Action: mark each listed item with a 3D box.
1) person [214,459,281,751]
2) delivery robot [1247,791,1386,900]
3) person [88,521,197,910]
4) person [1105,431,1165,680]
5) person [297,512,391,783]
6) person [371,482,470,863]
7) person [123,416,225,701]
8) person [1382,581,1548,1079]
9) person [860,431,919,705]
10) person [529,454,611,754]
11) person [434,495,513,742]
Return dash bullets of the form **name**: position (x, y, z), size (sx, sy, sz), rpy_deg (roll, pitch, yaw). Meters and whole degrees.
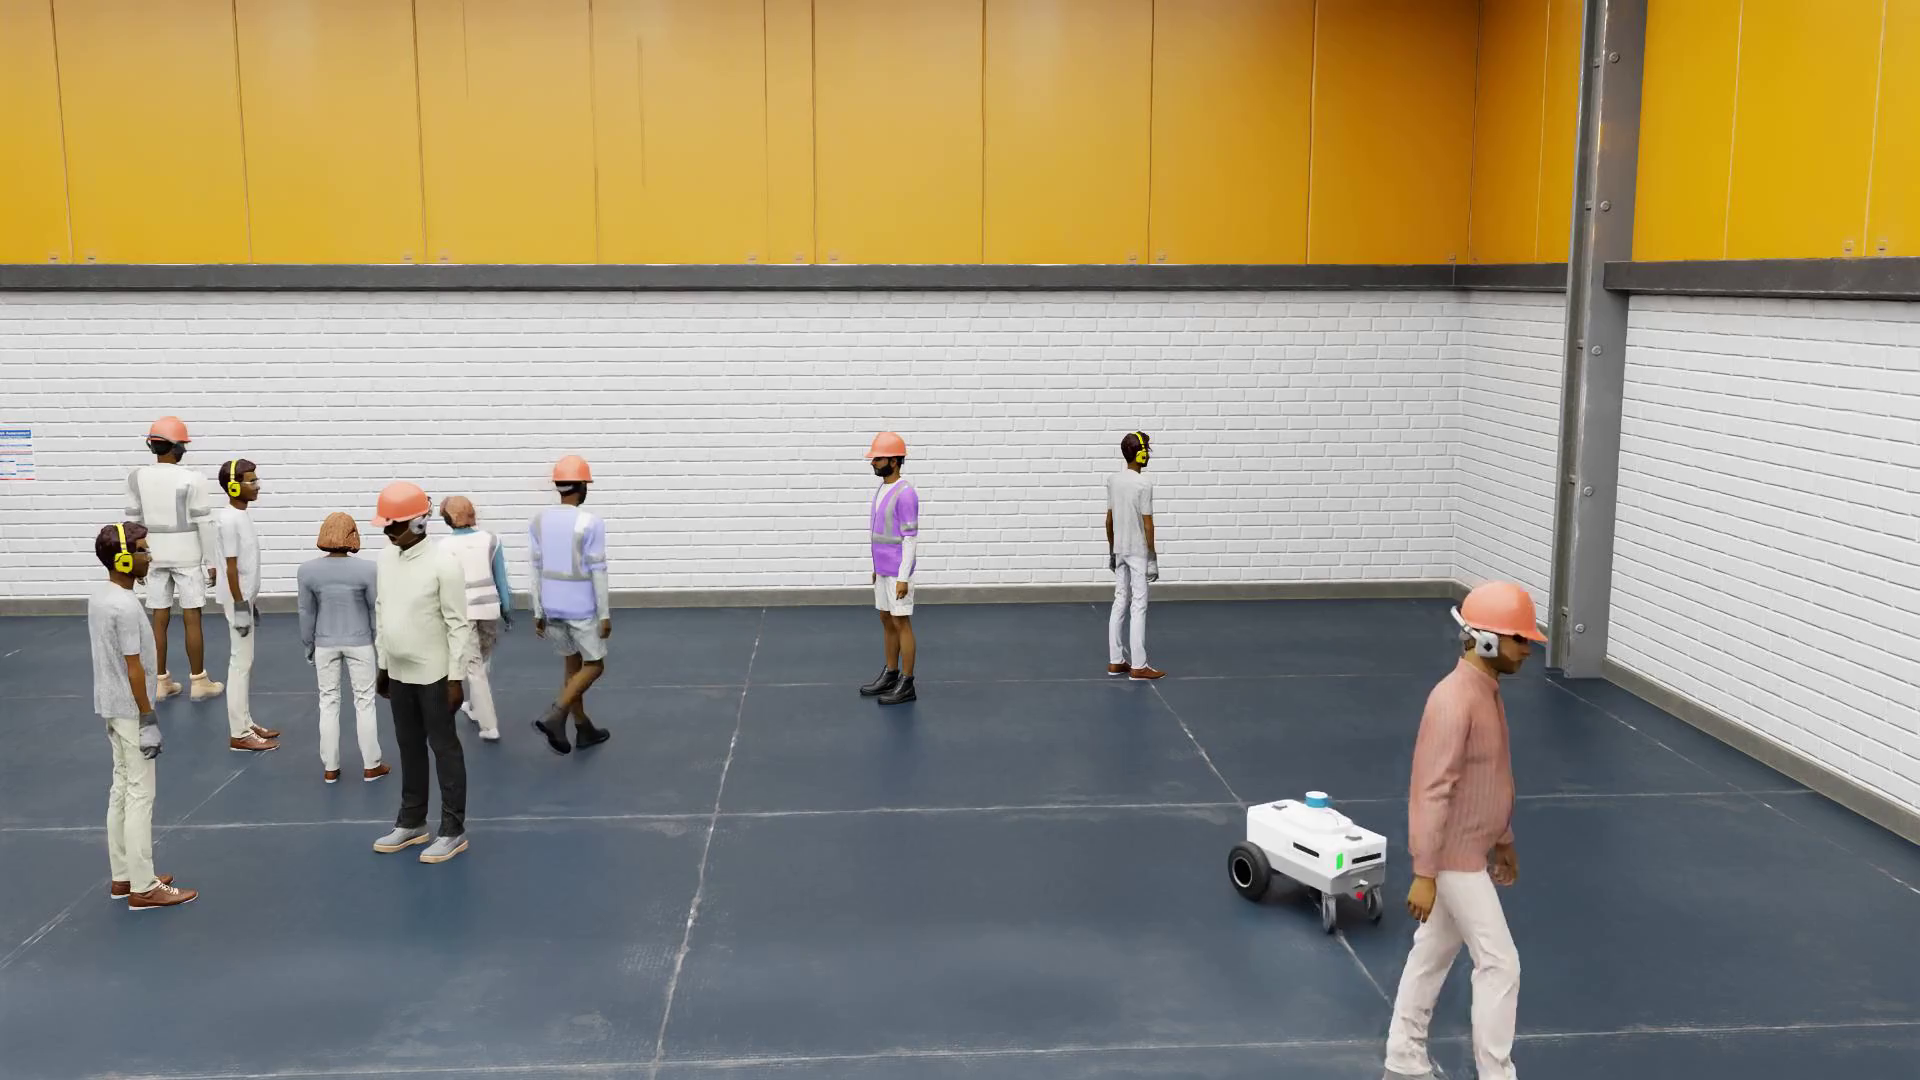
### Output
- **person**: position (-4.588, 0.411, 10.670), size (0.325, 1.873, 0.521), rpy_deg (-3, 9, -17)
- **delivery robot**: position (1.703, 1.450, 7.968), size (0.477, 0.478, 0.707), rpy_deg (-5, 10, -30)
- **person**: position (-3.967, 0.837, 7.997), size (0.328, 1.872, 0.514), rpy_deg (-9, 12, -43)
- **person**: position (1.308, 0.116, 12.523), size (0.328, 1.873, 0.517), rpy_deg (-7, 11, -36)
- **person**: position (-3.678, 0.643, 9.955), size (0.505, 1.633, 0.279), rpy_deg (-1, 9, -5)
- **person**: position (-2.813, 0.680, 8.626), size (0.612, 1.984, 0.401), rpy_deg (6, 11, 32)
- **person**: position (-5.595, 0.134, 11.873), size (0.615, 2.038, 0.396), rpy_deg (0, 9, 3)
- **person**: position (1.907, 1.125, 5.897), size (0.829, 1.959, 0.633), rpy_deg (4, 10, 25)
- **person**: position (-0.496, 0.196, 11.805), size (0.360, 1.939, 0.543), rpy_deg (-4, 10, -25)
- **person**: position (-2.483, 0.422, 10.463), size (0.550, 1.910, 0.666), rpy_deg (4, 10, 25)
- **person**: position (-3.261, 0.496, 10.942), size (0.529, 1.597, 0.819), rpy_deg (-8, 12, -41)
